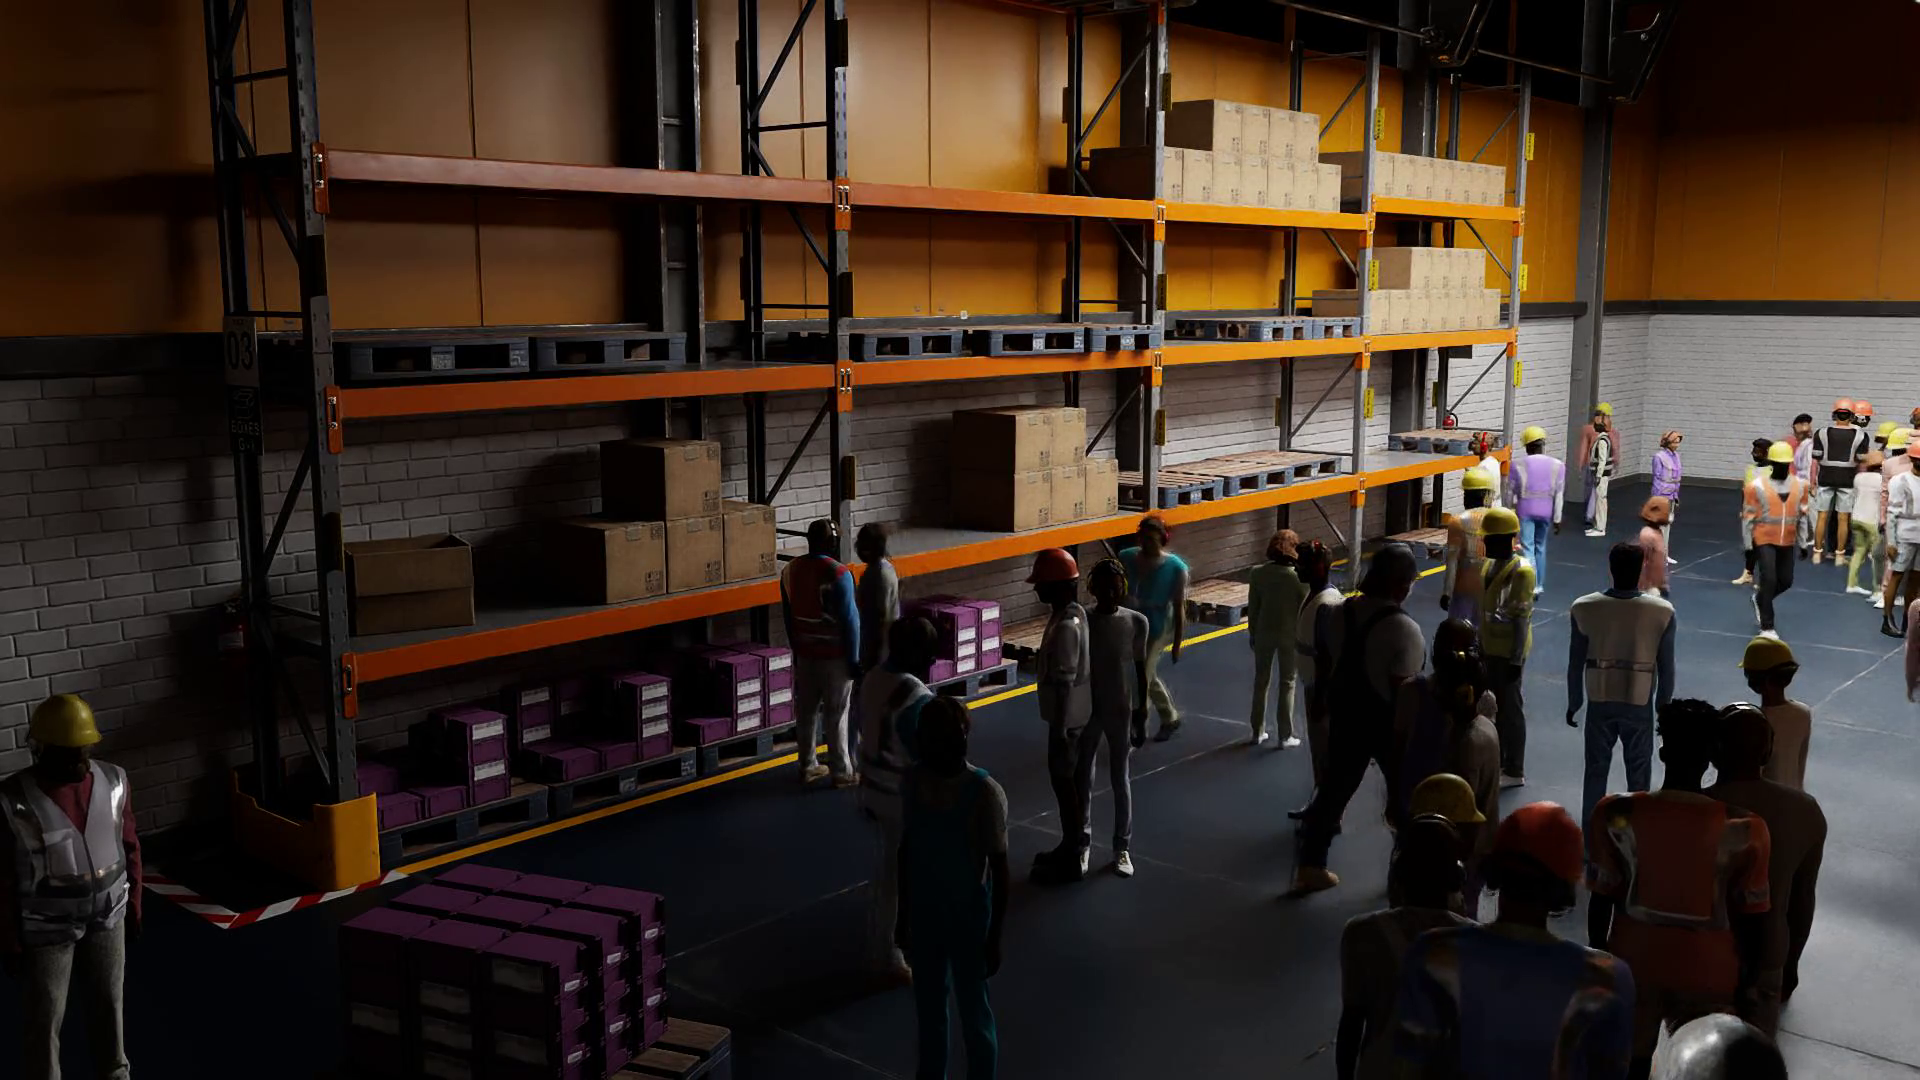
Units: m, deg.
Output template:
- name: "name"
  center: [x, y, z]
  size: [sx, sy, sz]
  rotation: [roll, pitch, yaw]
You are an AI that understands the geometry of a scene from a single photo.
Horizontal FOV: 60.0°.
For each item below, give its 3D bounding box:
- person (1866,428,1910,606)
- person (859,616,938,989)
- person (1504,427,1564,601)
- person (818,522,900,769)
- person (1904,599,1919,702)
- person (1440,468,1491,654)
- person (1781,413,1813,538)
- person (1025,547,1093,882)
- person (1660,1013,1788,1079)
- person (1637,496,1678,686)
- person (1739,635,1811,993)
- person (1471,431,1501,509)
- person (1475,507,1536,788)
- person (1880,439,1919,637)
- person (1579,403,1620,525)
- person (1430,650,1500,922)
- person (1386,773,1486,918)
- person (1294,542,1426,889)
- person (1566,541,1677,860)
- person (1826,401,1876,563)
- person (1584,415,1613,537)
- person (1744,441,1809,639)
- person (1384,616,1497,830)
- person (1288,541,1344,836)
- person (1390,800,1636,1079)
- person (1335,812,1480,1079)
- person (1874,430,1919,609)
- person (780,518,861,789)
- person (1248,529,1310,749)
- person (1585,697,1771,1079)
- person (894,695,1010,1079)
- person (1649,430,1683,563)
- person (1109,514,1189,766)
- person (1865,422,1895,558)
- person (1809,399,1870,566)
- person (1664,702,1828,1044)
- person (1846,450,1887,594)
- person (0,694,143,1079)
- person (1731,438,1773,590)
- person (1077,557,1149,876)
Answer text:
- name: "person"
  center: [9.887, -0.231, 17.536]
  size: [0.578, 1.891, 0.596]
  rotation: [-4, 10, -23]
- name: "person"
  center: [-0.216, 1.271, 8.080]
  size: [0.563, 1.825, 0.624]
  rotation: [-3, 9, -20]
- name: "person"
  center: [6.222, -0.279, 17.993]
  size: [0.611, 1.882, 0.875]
  rotation: [0, 9, 0]
- name: "person"
  center: [-0.535, 0.743, 11.608]
  size: [0.843, 1.800, 0.581]
  rotation: [-2, 9, -14]
- name: "person"
  center: [6.419, 0.919, 10.728]
  size: [0.561, 1.708, 0.858]
  rotation: [3, 9, 17]
- name: "person"
  center: [4.240, 0.376, 13.583]
  size: [0.605, 1.908, 0.577]
  rotation: [-5, 10, -28]
- name: "person"
  center: [11.169, -0.852, 22.204]
  size: [0.486, 1.683, 0.542]
  rotation: [-5, 10, -30]
- name: "person"
  center: [0.563, 0.995, 9.537]
  size: [0.395, 1.929, 0.555]
  rotation: [1, 9, 8]
- name: "person"
  center: [1.515, 1.897, 3.341]
  size: [0.708, 2.000, 0.792]
  rotation: [1, 9, 9]
- name: "person"
  center: [5.944, 0.432, 14.138]
  size: [0.637, 1.612, 0.523]
  rotation: [6, 11, 34]
- name: "person"
  center: [3.813, 1.324, 7.925]
  size: [0.533, 1.765, 0.326]
  rotation: [-6, 11, -33]
- name: "person"
  center: [5.590, -0.241, 17.752]
  size: [0.378, 1.844, 0.569]
  rotation: [3, 9, 17]
- name: "person"
  center: [3.670, 0.725, 11.313]
  size: [0.397, 1.919, 0.581]
  rotation: [-2, 9, -11]
- name: "person"
  center: [9.208, -0.019, 16.041]
  size: [0.552, 1.933, 0.377]
  rotation: [-2, 9, -12]
- name: "person"
  center: [9.085, -1.086, 23.647]
  size: [0.529, 1.715, 0.941]
  rotation: [8, 12, 42]
- name: "person"
  center: [2.164, 1.390, 7.204]
  size: [0.327, 1.861, 0.514]
  rotation: [3, 9, 20]
- name: "person"
  center: [1.648, 1.661, 5.853]
  size: [0.340, 1.733, 0.496]
  rotation: [-1, 9, -5]
- name: "person"
  center: [2.318, 0.965, 9.353]
  size: [0.994, 2.000, 0.684]
  rotation: [-6, 11, -33]
- name: "person"
  center: [3.880, 0.962, 9.792]
  size: [0.587, 1.913, 0.395]
  rotation: [4, 10, 24]
- name: "person"
  center: [10.924, -0.713, 20.364]
  size: [0.408, 1.986, 0.617]
  rotation: [0, 9, 0]
- name: "person"
  center: [8.634, -0.864, 22.437]
  size: [0.307, 1.641, 0.513]
  rotation: [3, 9, 19]
- name: "person"
  center: [7.862, -0.019, 16.106]
  size: [0.590, 1.911, 0.673]
  rotation: [0, 9, 0]
- name: "person"
  center: [2.265, 1.283, 8.029]
  size: [0.537, 1.814, 0.685]
  rotation: [8, 12, 42]
- name: "person"
  center: [2.257, 0.913, 10.361]
  size: [0.394, 1.836, 0.561]
  rotation: [1, 9, 5]
- name: "person"
  center: [1.557, 1.704, 4.722]
  size: [0.615, 1.992, 1.002]
  rotation: [4, 10, 26]
- name: "person"
  center: [1.394, 1.731, 5.061]
  size: [0.502, 1.840, 0.344]
  rotation: [3, 9, 17]
- name: "person"
  center: [9.877, -0.194, 17.270]
  size: [0.645, 1.905, 0.400]
  rotation: [8, 12, 43]
- name: "person"
  center: [-0.913, 0.766, 11.290]
  size: [0.625, 1.841, 0.429]
  rotation: [6, 11, 36]
- name: "person"
  center: [2.356, 0.727, 12.233]
  size: [0.503, 1.623, 0.297]
  rotation: [5, 10, 32]
- name: "person"
  center: [2.557, 1.526, 5.976]
  size: [0.607, 1.966, 0.367]
  rotation: [4, 10, 25]
- name: "person"
  center: [-0.044, 1.501, 6.530]
  size: [0.517, 1.842, 0.325]
  rotation: [7, 11, 37]
- name: "person"
  center: [8.546, -0.511, 20.159]
  size: [0.514, 1.640, 0.311]
  rotation: [-7, 11, -38]
- name: "person"
  center: [1.387, 0.674, 12.021]
  size: [0.578, 1.791, 0.969]
  rotation: [8, 12, 42]
- name: "person"
  center: [11.478, -0.608, 20.568]
  size: [0.643, 1.704, 0.565]
  rotation: [1, 9, 5]
- name: "person"
  center: [10.599, -0.690, 20.081]
  size: [0.617, 2.028, 0.410]
  rotation: [5, 10, 29]
- name: "person"
  center: [2.769, 1.532, 6.024]
  size: [0.632, 1.940, 0.372]
  rotation: [-1, 9, -9]
- name: "person"
  center: [9.929, -0.178, 18.114]
  size: [0.347, 1.607, 0.518]
  rotation: [-3, 9, -18]
- name: "person"
  center: [-3.529, 1.500, 6.610]
  size: [0.403, 1.824, 0.591]
  rotation: [6, 11, 34]
- name: "person"
  center: [8.918, -0.293, 18.561]
  size: [0.316, 1.698, 0.541]
  rotation: [-3, 9, -20]
- name: "person"
  center: [0.833, 1.017, 9.614]
  size: [0.510, 1.860, 0.333]
  rotation: [1, 9, 6]
